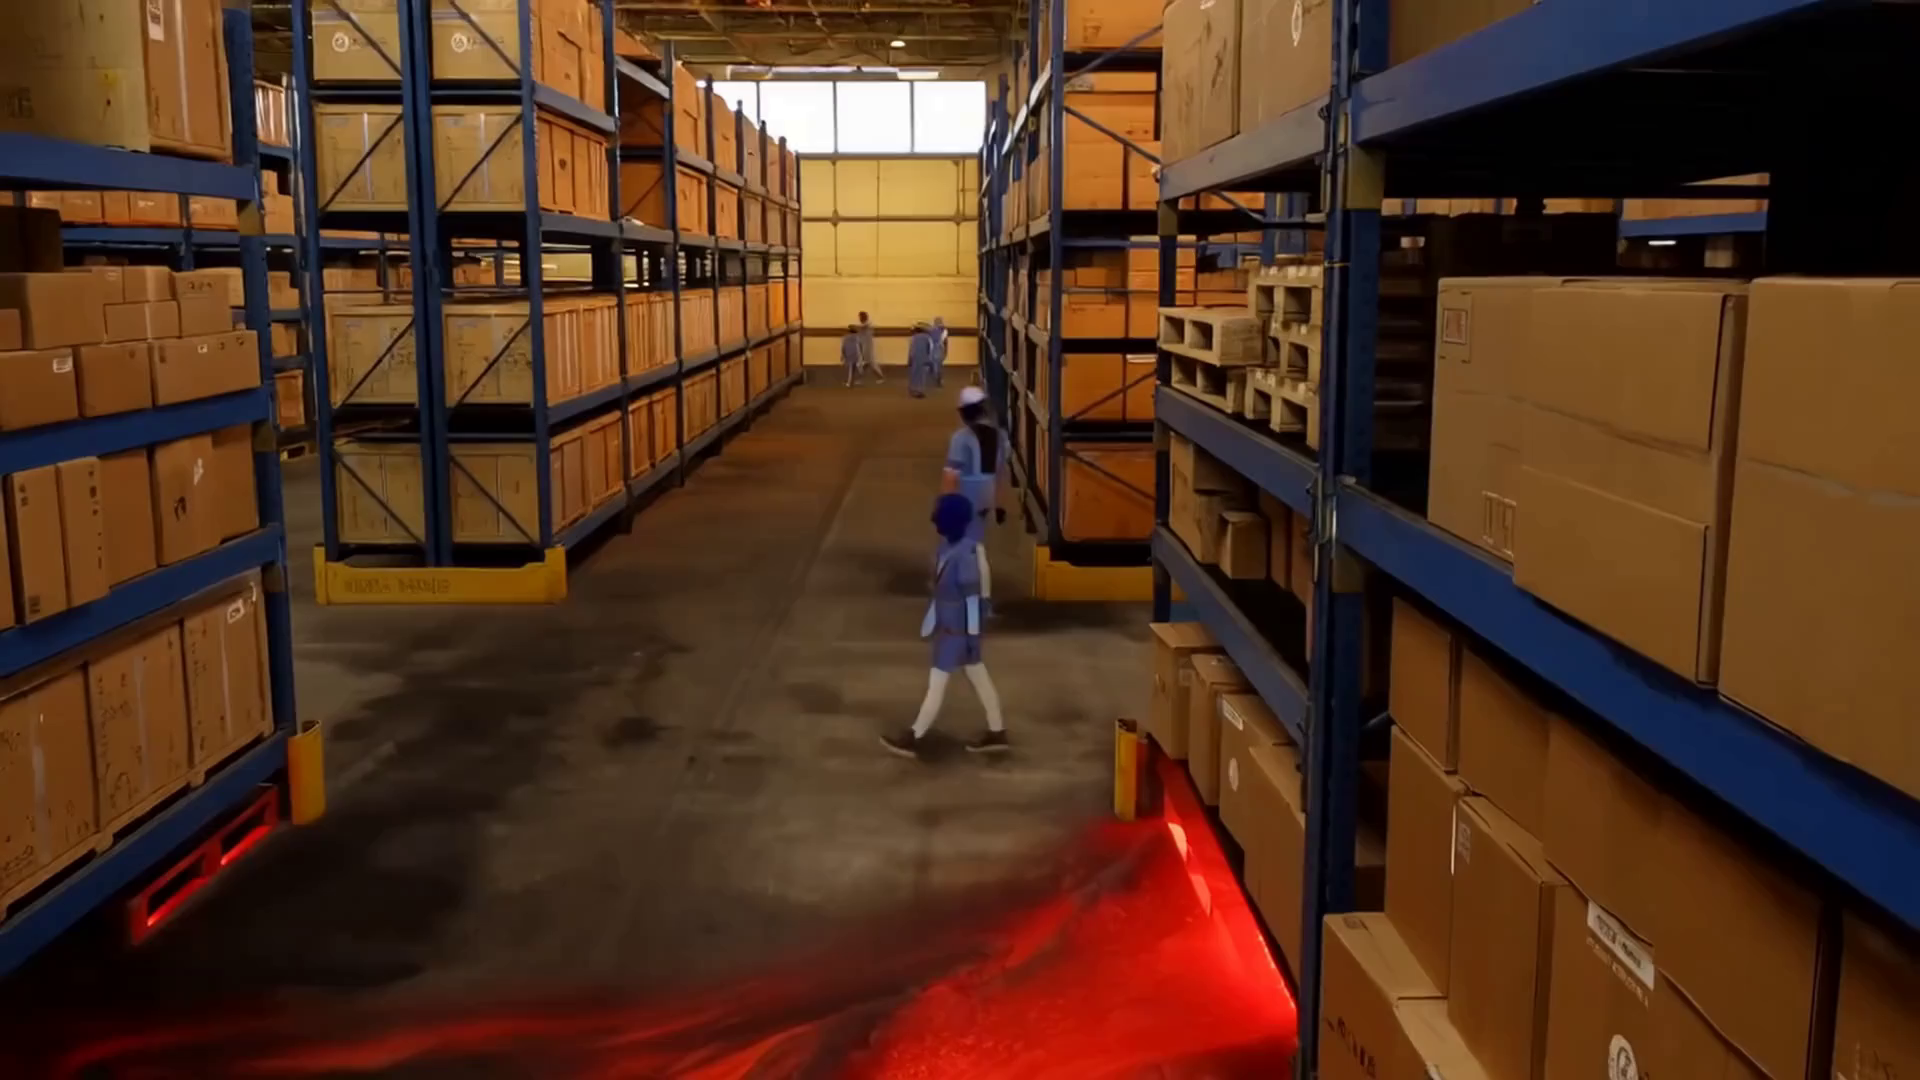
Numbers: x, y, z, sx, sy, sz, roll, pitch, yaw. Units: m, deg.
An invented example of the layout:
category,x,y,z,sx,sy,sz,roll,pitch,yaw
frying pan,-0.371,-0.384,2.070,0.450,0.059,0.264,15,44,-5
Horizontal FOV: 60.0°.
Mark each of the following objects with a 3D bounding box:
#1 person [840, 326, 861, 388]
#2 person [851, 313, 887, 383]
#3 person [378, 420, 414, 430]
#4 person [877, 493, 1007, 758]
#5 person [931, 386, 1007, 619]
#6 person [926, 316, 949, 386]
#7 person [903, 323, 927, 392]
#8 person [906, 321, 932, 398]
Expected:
category,x,y,z,sx,sy,sz,roll,pitch,yaw
person,-2.809,-4.691,42.565,0.529,1.587,0.857,3,10,17
person,-2.440,-5.080,44.095,1.052,1.885,0.639,0,9,-2
person,-7.648,-1.609,22.795,0.677,1.866,0.943,-1,9,-8
person,-0.092,0.532,10.334,0.866,1.654,0.542,-1,9,-5
person,0.074,-0.322,14.496,0.682,2.014,0.636,6,11,33
person,-0.600,-4.845,42.818,0.651,1.816,0.531,-1,9,-4
person,-1.068,-4.458,40.773,0.514,1.689,0.842,6,11,32
person,-0.955,-4.229,39.105,0.643,1.808,0.520,6,11,31
